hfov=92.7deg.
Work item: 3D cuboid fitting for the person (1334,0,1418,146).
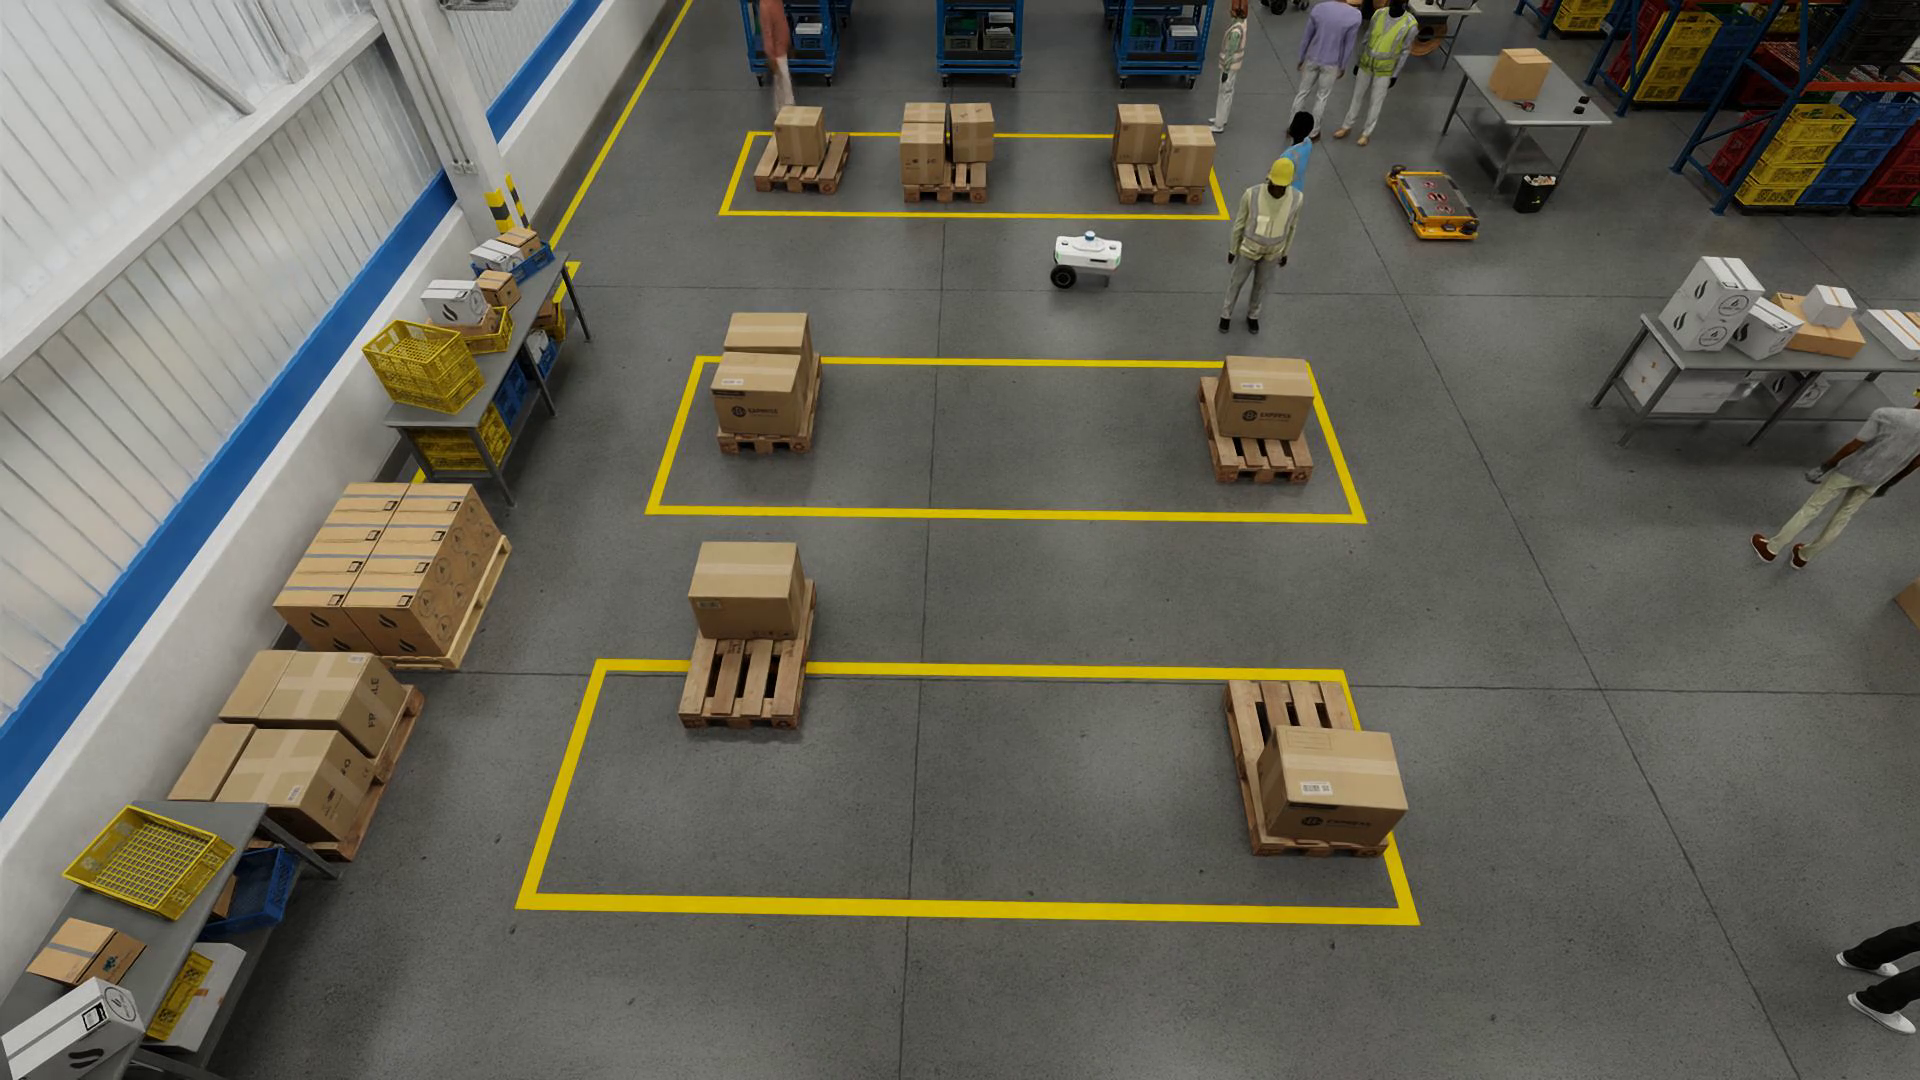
[{"bbox_3d":[5.317,-6.016,11.691,0.629,1.843,0.429,36,58,27],"label":"person"}]

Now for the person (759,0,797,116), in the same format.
[{"bbox_3d":[-2.281,-6.352,11.898,0.518,1.996,0.617,4,49,4],"label":"person"}]

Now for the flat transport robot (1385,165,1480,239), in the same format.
[{"bbox_3d":[5.692,-4.094,11.059,0.652,0.197,1.431,1,49,1],"label":"flat transport robot"}]

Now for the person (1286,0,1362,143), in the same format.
[{"bbox_3d":[4.644,-6.125,11.737,0.641,1.928,0.386,28,55,22],"label":"person"}]

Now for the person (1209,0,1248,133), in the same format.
[{"bbox_3d":[3.519,-6.191,11.982,0.311,1.633,0.518,17,51,14],"label":"person"}]

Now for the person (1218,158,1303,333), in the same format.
[{"bbox_3d":[2.932,-2.845,8.955,0.600,1.828,0.404,2,49,2],"label":"person"}]

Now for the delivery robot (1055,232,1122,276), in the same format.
[{"bbox_3d":[1.394,-3.110,9.961,0.707,0.478,0.477,7,50,6],"label":"delivery robot"}]

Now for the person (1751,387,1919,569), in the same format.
[{"bbox_3d":[6.754,-0.494,6.899,0.519,1.862,0.331,19,52,15],"label":"person"}]

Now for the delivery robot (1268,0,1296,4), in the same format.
[{"bbox_3d":[5.462,-9.138,15.179,0.707,0.478,0.477,-9,50,-8],"label":"delivery robot"}]

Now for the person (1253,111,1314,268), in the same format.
[{"bbox_3d":[3.464,-3.704,9.783,0.322,1.697,0.531,29,55,23],"label":"person"}]

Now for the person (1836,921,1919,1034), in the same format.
[{"bbox_3d":[5.346,2.007,4.696,0.376,1.917,0.599,17,51,14],"label":"person"}]
